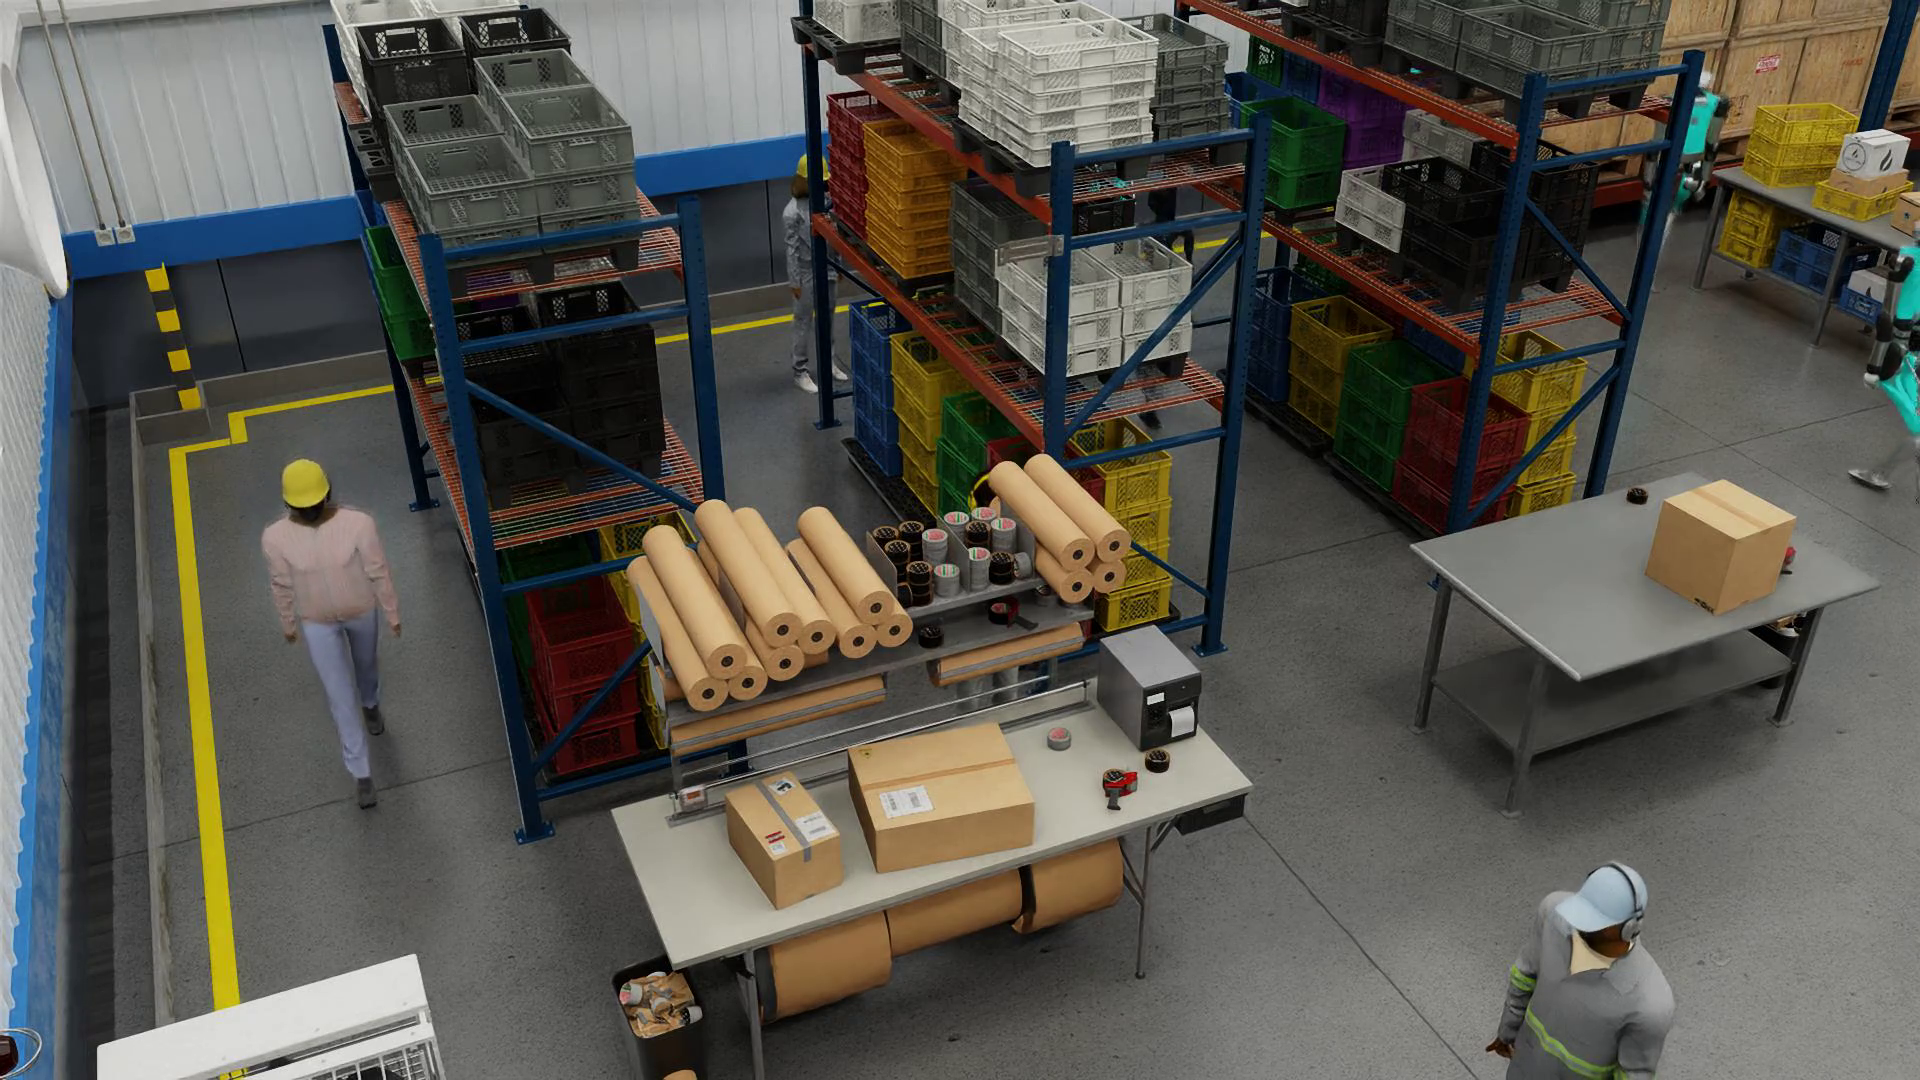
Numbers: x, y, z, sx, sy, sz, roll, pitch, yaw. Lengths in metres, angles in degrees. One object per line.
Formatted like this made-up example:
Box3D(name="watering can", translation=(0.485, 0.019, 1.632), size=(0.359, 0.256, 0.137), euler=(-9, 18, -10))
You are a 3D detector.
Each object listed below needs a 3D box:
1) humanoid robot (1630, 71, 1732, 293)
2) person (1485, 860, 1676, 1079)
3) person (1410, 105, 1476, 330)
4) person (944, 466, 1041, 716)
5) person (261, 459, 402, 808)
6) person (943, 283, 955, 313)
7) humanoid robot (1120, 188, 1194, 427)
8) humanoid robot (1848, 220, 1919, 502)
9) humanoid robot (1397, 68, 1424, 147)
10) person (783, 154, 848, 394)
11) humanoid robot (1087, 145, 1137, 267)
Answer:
Box3D(name="humanoid robot", translation=(5.683, -2.927, 13.337), size=(0.531, 1.778, 0.821), euler=(2, 32, 4))
Box3D(name="person", translation=(2.004, 1.786, 5.560), size=(0.373, 1.853, 0.589), euler=(-13, 34, -21))
Box3D(name="person", translation=(3.538, -2.280, 12.169), size=(0.512, 1.843, 0.329), euler=(27, 41, 37))
Box3D(name="person", translation=(0.137, 0.494, 7.647), size=(0.508, 1.865, 0.326), euler=(-11, 33, -17))
Box3D(name="person", translation=(-2.973, 0.371, 7.980), size=(0.536, 1.713, 0.898), euler=(-13, 34, -20))
Box3D(name="person", translation=(0.054, -2.294, 12.222), size=(0.599, 1.814, 0.832), euler=(13, 34, 20))
Box3D(name="humanoid robot", translation=(1.280, -1.643, 11.333), size=(0.595, 1.628, 0.775), euler=(-8, 32, -12))
Box3D(name="humanoid robot", translation=(5.964, -0.997, 10.298), size=(0.549, 1.903, 0.743), euler=(-19, 36, -27))
Box3D(name="humanoid robot", translation=(3.848, -3.224, 13.845), size=(0.740, 1.833, 0.529), euler=(-5, 32, -8))
Box3D(name="person", translation=(-1.001, -1.867, 11.605), size=(0.332, 1.733, 0.478), euler=(25, 39, 34))
Box3D(name="humanoid robot", translation=(1.210, -2.905, 13.160), size=(0.533, 1.677, 0.735), euler=(-6, 32, -10))
